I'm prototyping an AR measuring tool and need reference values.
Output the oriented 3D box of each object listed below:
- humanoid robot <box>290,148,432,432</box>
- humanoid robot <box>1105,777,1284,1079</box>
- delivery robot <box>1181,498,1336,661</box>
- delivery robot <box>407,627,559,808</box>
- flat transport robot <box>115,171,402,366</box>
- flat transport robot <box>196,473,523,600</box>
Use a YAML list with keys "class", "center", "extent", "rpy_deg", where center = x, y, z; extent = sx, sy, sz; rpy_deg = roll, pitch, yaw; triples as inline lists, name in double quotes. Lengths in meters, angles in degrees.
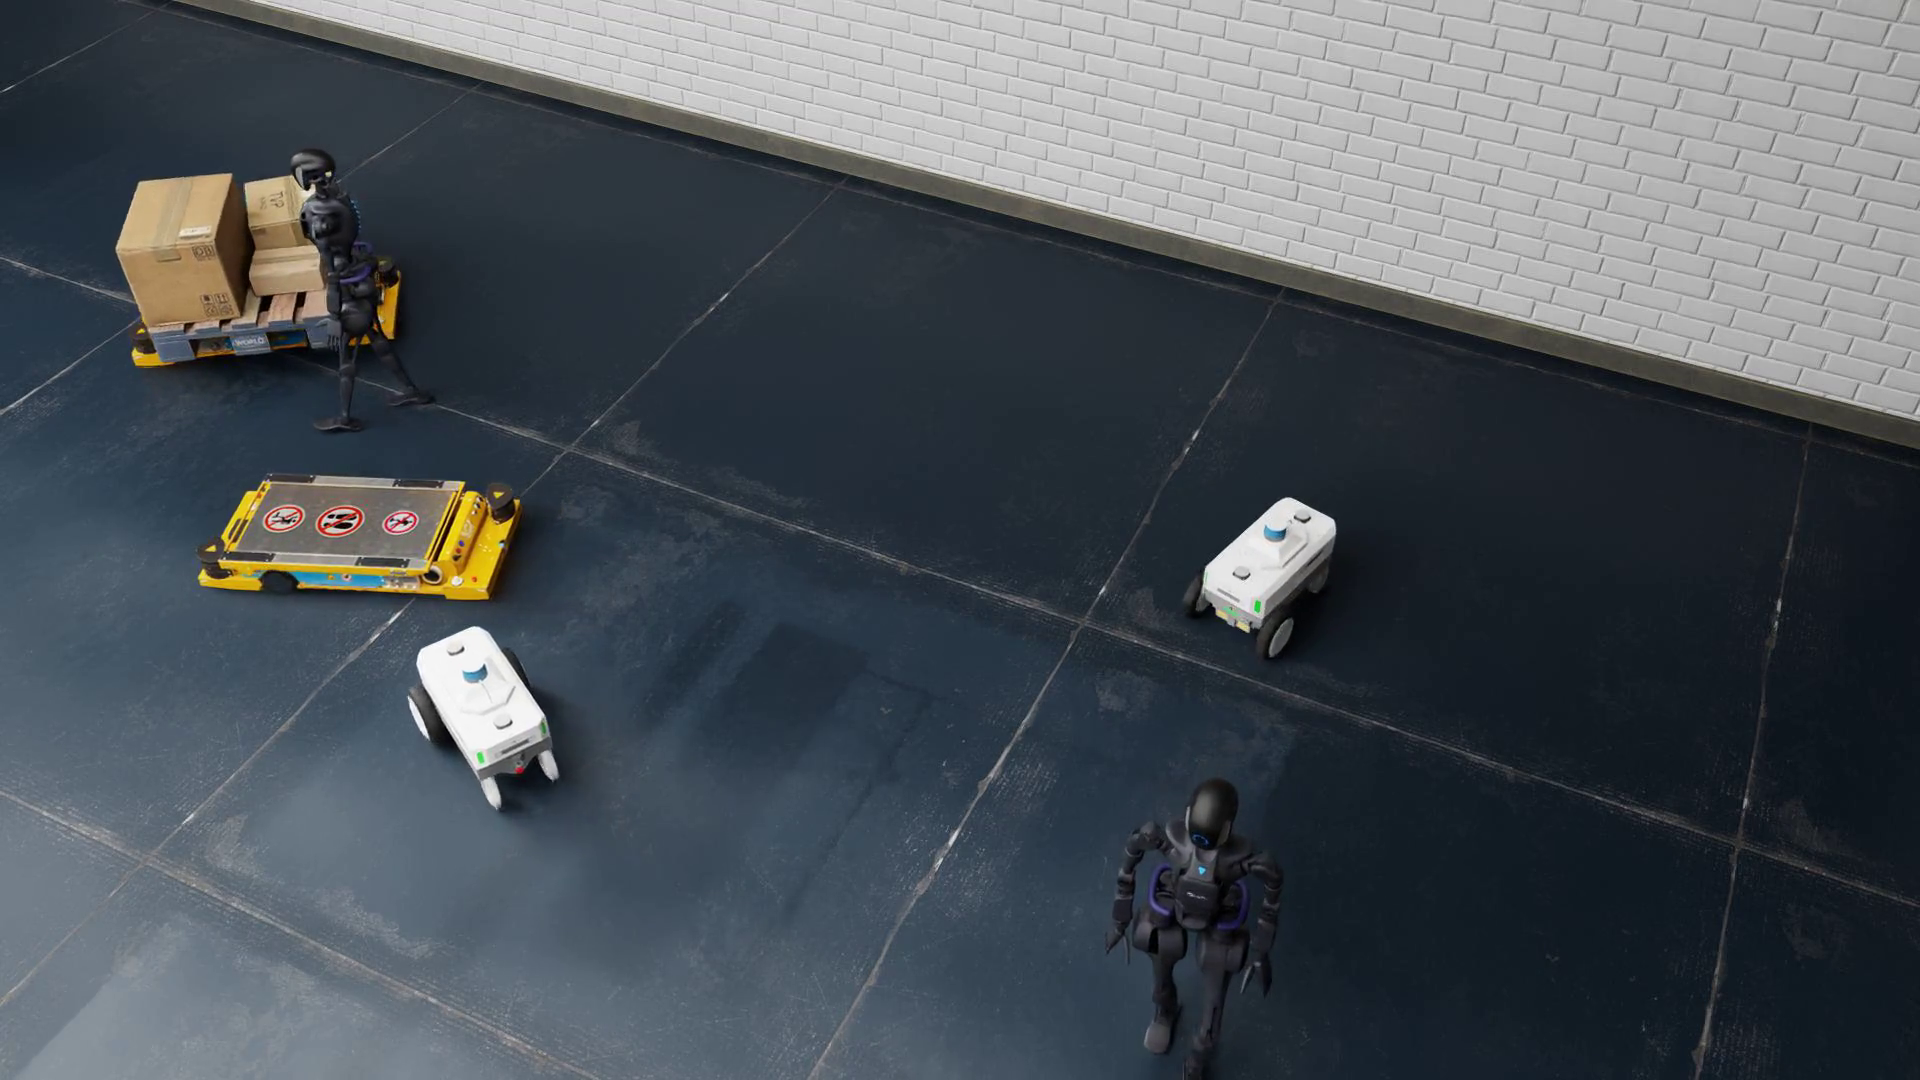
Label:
- class: "humanoid robot"
  center: [-3.231, -1.313, 8.649]
  extent: [0.618, 1.637, 0.585]
  rpy_deg: [-7, 43, -8]
- class: "humanoid robot"
  center: [0.798, 1.370, 5.744]
  extent: [0.611, 1.637, 0.503]
  rpy_deg: [11, 44, 11]
- class: "delivery robot"
  center: [1.447, 0.157, 7.886]
  extent: [0.499, 0.608, 0.797]
  rpy_deg: [31, 51, 29]
- class: "delivery robot"
  center: [-2.071, 0.732, 7.250]
  extent: [0.499, 0.587, 0.788]
  rpy_deg: [-25, 49, -25]
- class: "flat transport robot"
  center: [-4.027, -1.342, 9.703]
  extent: [1.431, 0.231, 0.659]
  rpy_deg: [-7, 43, -7]
- class: "flat transport robot"
  center: [-2.974, -0.017, 8.273]
  extent: [1.431, 0.231, 0.659]
  rpy_deg: [2, 43, 3]
